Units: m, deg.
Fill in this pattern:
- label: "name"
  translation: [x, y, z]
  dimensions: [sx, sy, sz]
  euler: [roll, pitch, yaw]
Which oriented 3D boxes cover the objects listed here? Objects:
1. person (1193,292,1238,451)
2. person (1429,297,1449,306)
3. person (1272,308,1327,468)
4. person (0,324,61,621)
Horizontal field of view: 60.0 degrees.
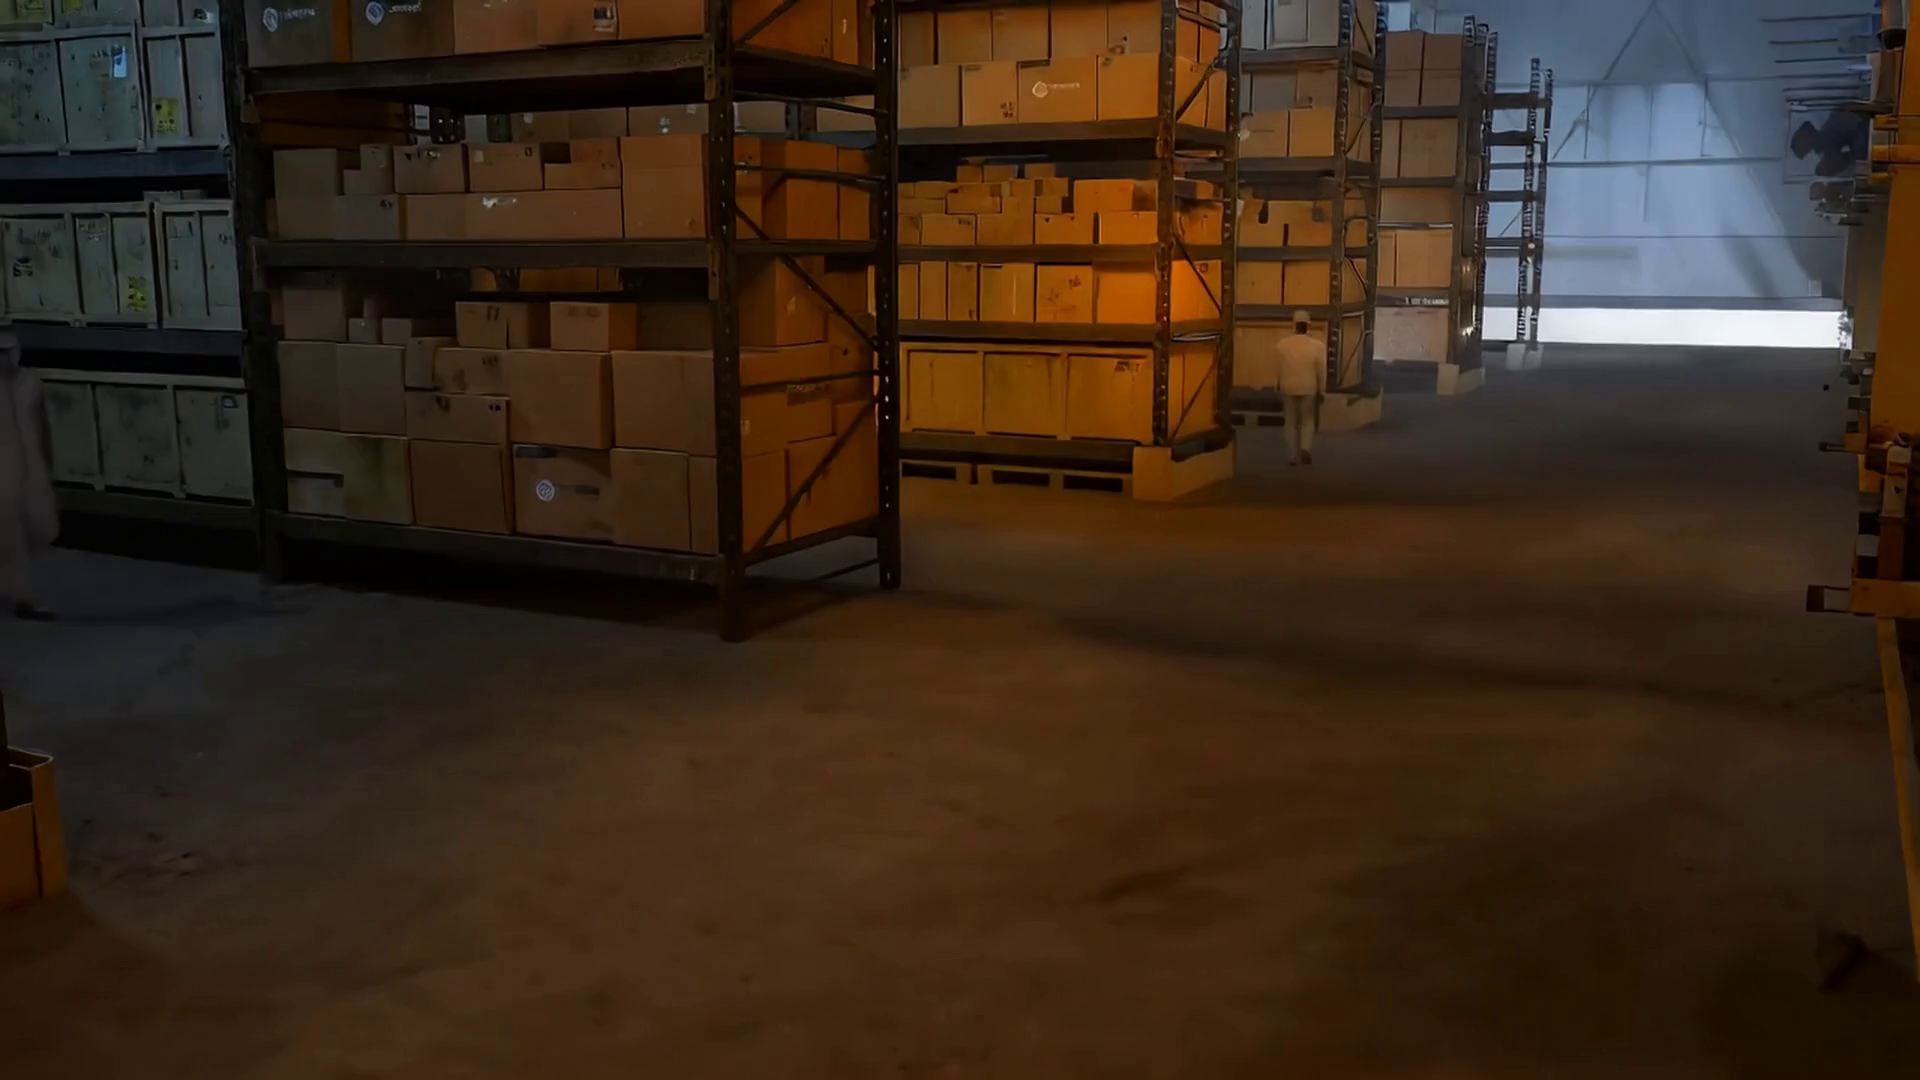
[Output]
- label: "person"
  translation: [2.957, -1.924, 19.298]
  dimensions: [0.546, 1.875, 1.039]
  euler: [0, 10, -1]
- label: "person"
  translation: [9.480, -4.136, 32.854]
  dimensions: [0.535, 1.606, 0.438]
  euler: [2, 10, 13]
- label: "person"
  translation: [3.682, -1.643, 18.075]
  dimensions: [0.591, 1.729, 0.392]
  euler: [2, 10, 13]
- label: "person"
  translation: [-6.055, -0.427, 10.568]
  dimensions: [0.543, 1.892, 0.668]
  euler: [3, 10, 18]
